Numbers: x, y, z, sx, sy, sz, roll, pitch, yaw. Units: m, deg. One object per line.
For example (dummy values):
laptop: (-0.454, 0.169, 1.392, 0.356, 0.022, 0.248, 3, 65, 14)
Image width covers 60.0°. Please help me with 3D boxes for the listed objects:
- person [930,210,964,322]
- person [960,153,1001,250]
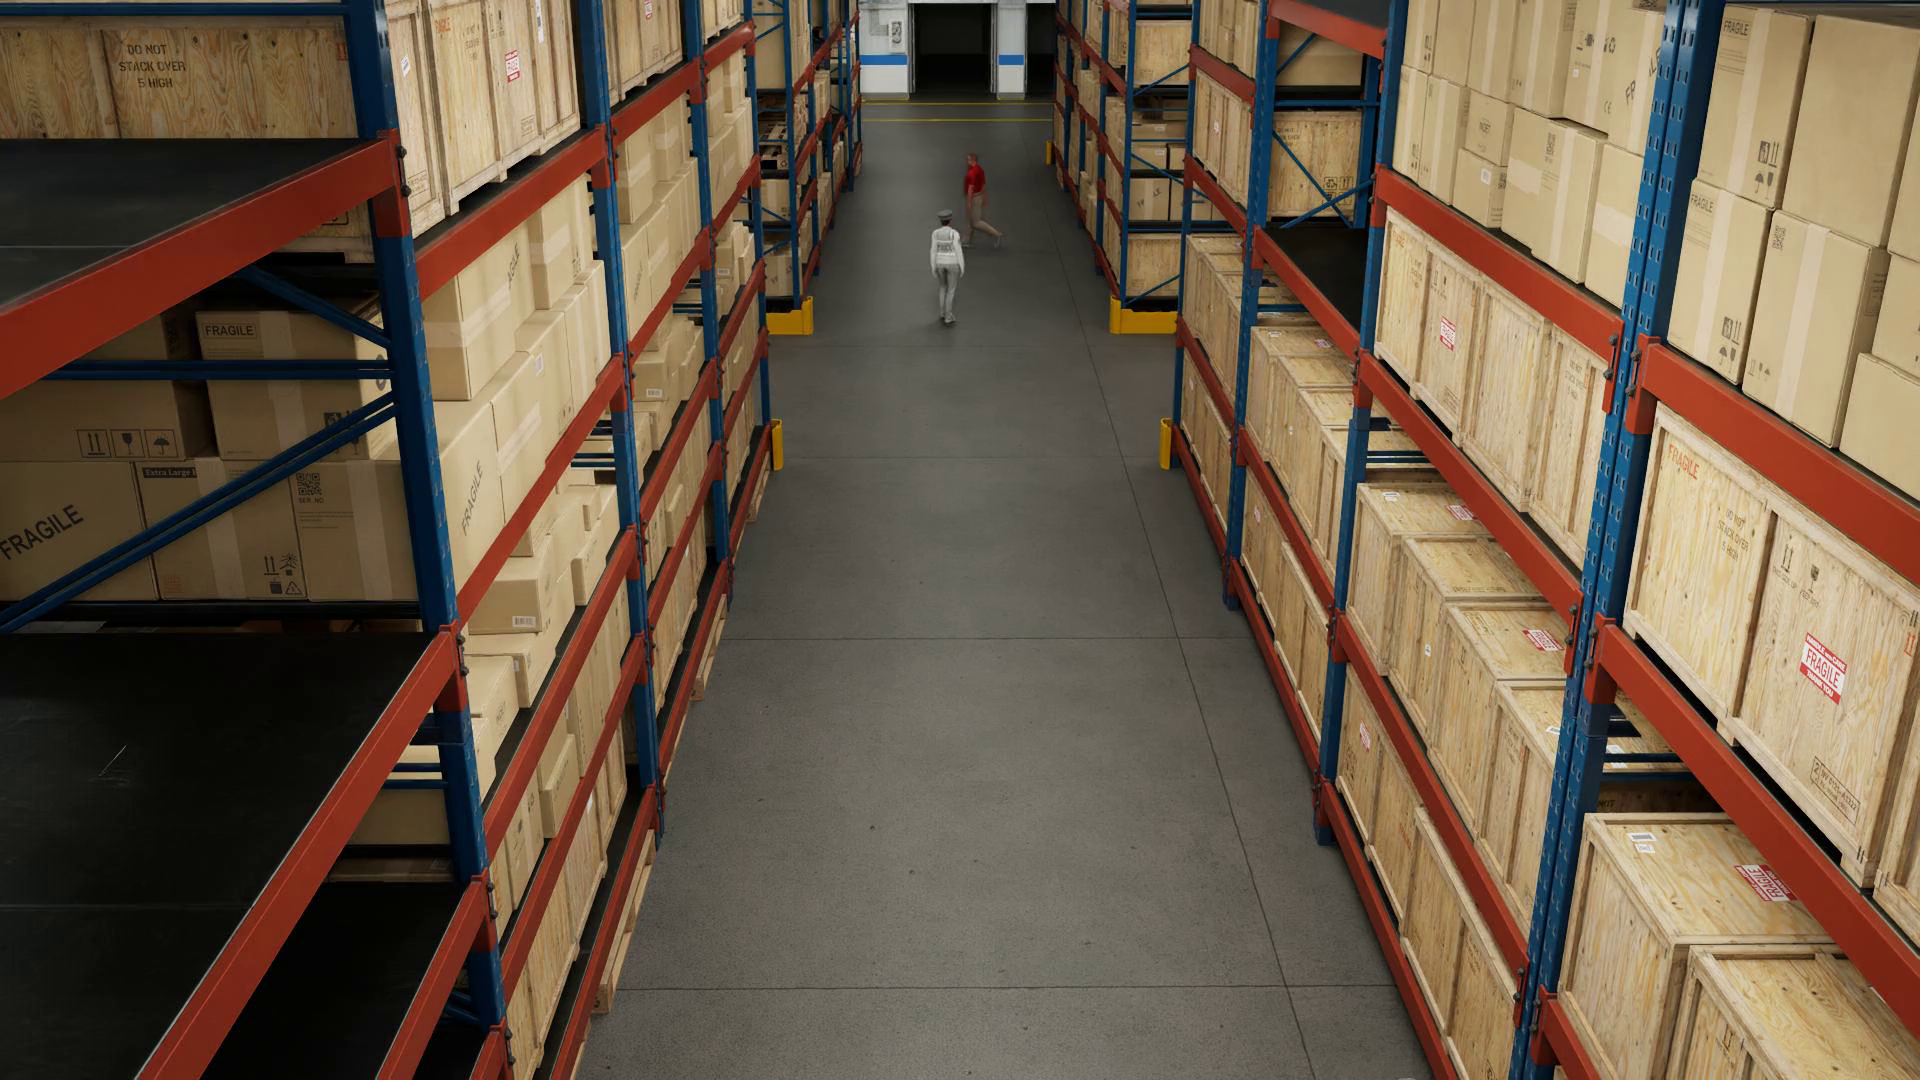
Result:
person: (-0.129, -4.162, 25.191, 0.512, 1.669, 0.521, 11, 24, 25)
person: (0.313, -6.138, 30.165, 0.956, 1.703, 0.580, 6, 22, 15)
